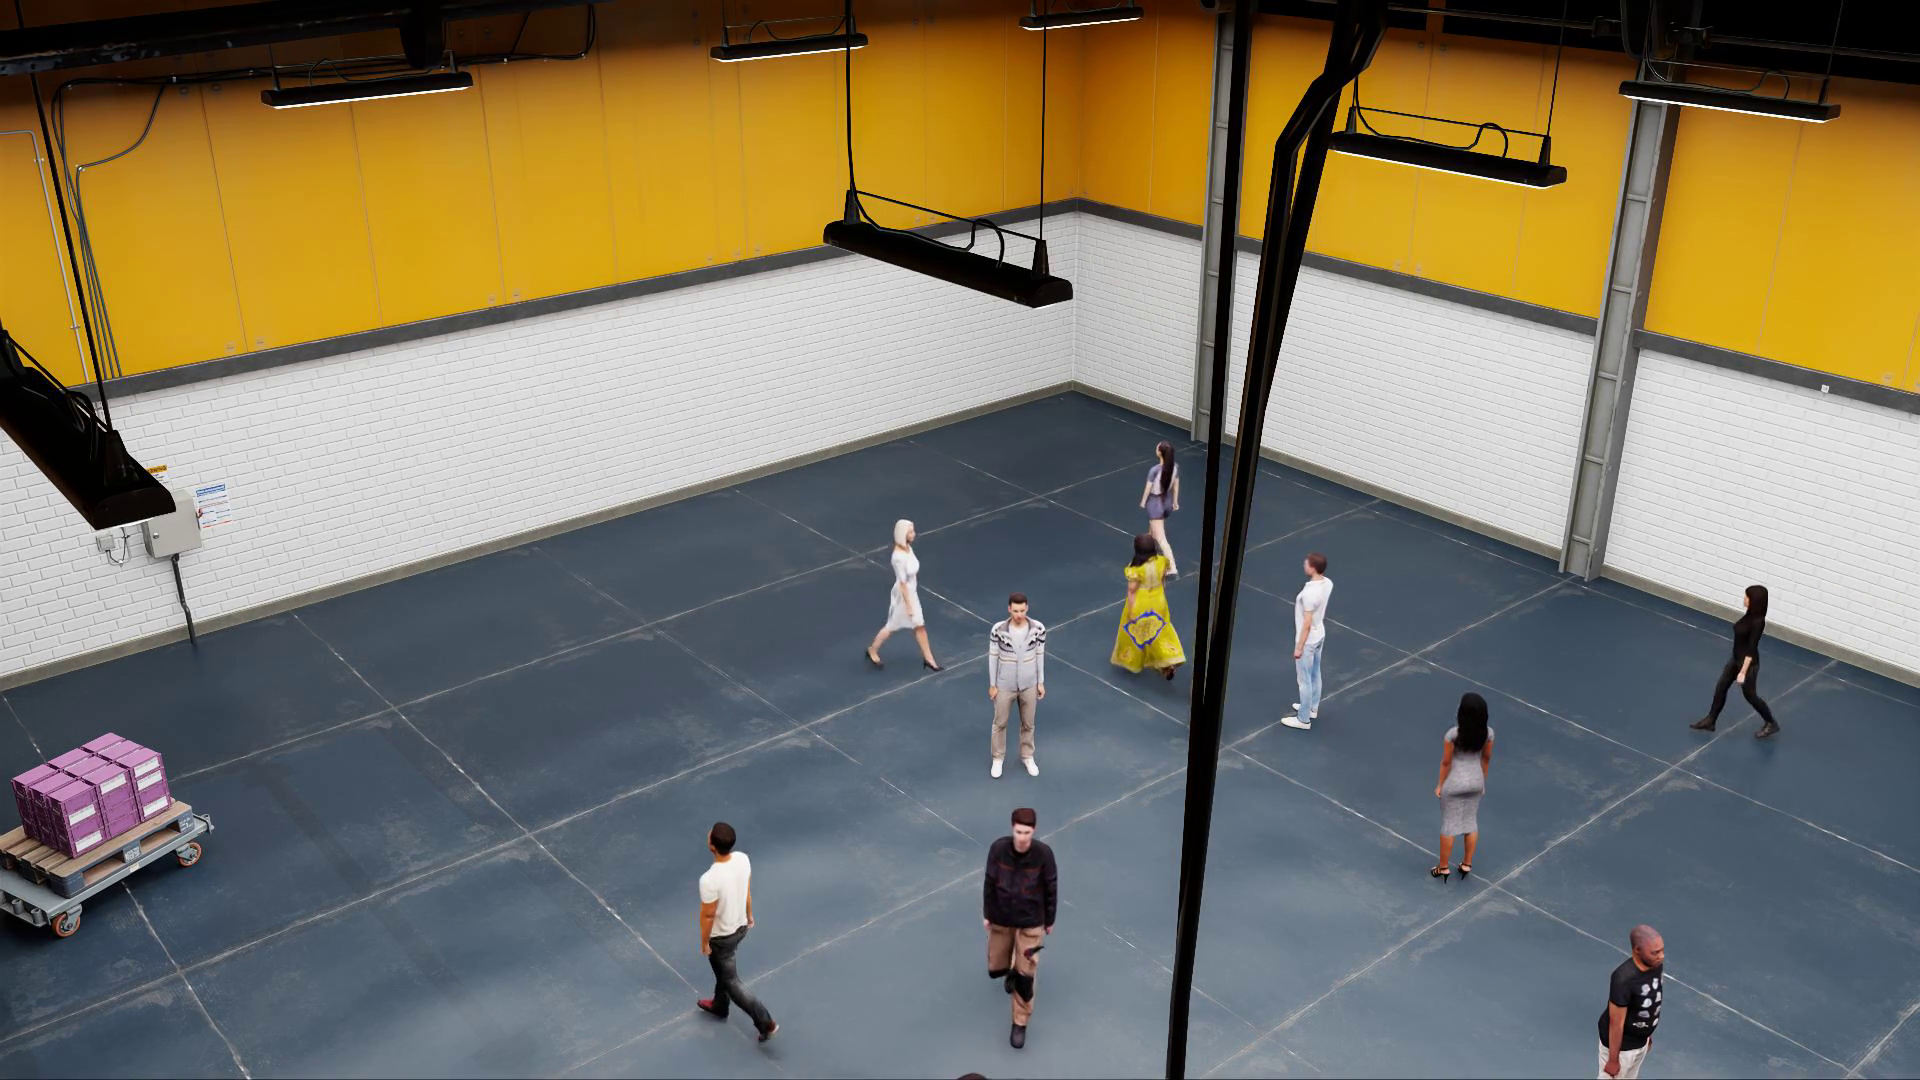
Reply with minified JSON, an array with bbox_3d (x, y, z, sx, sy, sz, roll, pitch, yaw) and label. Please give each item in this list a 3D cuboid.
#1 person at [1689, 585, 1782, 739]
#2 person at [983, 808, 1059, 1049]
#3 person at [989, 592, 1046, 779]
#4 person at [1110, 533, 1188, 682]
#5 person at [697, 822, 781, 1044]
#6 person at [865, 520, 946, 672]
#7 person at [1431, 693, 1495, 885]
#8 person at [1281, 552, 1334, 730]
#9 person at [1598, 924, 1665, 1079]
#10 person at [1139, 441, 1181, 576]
[{"bbox_3d":[7.705,1.212,16.137,1.110,1.610,1.013,3,24,8],"label":"person"},{"bbox_3d":[0.436,2.758,12.225,1.059,1.911,1.087,5,24,10],"label":"person"},{"bbox_3d":[0.526,1.322,15.570,0.768,1.862,0.769,-3,24,-7],"label":"person"},{"bbox_3d":[1.971,0.724,17.221,0.901,1.636,1.136,-11,26,-23],"label":"person"},{"bbox_3d":[-1.641,2.875,12.120,1.163,1.780,0.866,14,27,29],"label":"person"},{"bbox_3d":[-0.672,0.614,17.381,1.164,1.709,1.000,5,24,12],"label":"person"},{"bbox_3d":[4.215,2.077,13.942,0.665,1.782,0.688,-2,24,-6],"label":"person"},{"bbox_3d":[3.455,0.973,16.379,0.646,1.854,0.705,15,28,30],"label":"person"},{"bbox_3d":[4.425,3.320,11.071,0.651,1.805,0.581,-19,30,-37],"label":"person"},{"bbox_3d":[2.421,-0.345,19.699,0.606,1.610,1.048,-17,29,-34],"label":"person"}]
